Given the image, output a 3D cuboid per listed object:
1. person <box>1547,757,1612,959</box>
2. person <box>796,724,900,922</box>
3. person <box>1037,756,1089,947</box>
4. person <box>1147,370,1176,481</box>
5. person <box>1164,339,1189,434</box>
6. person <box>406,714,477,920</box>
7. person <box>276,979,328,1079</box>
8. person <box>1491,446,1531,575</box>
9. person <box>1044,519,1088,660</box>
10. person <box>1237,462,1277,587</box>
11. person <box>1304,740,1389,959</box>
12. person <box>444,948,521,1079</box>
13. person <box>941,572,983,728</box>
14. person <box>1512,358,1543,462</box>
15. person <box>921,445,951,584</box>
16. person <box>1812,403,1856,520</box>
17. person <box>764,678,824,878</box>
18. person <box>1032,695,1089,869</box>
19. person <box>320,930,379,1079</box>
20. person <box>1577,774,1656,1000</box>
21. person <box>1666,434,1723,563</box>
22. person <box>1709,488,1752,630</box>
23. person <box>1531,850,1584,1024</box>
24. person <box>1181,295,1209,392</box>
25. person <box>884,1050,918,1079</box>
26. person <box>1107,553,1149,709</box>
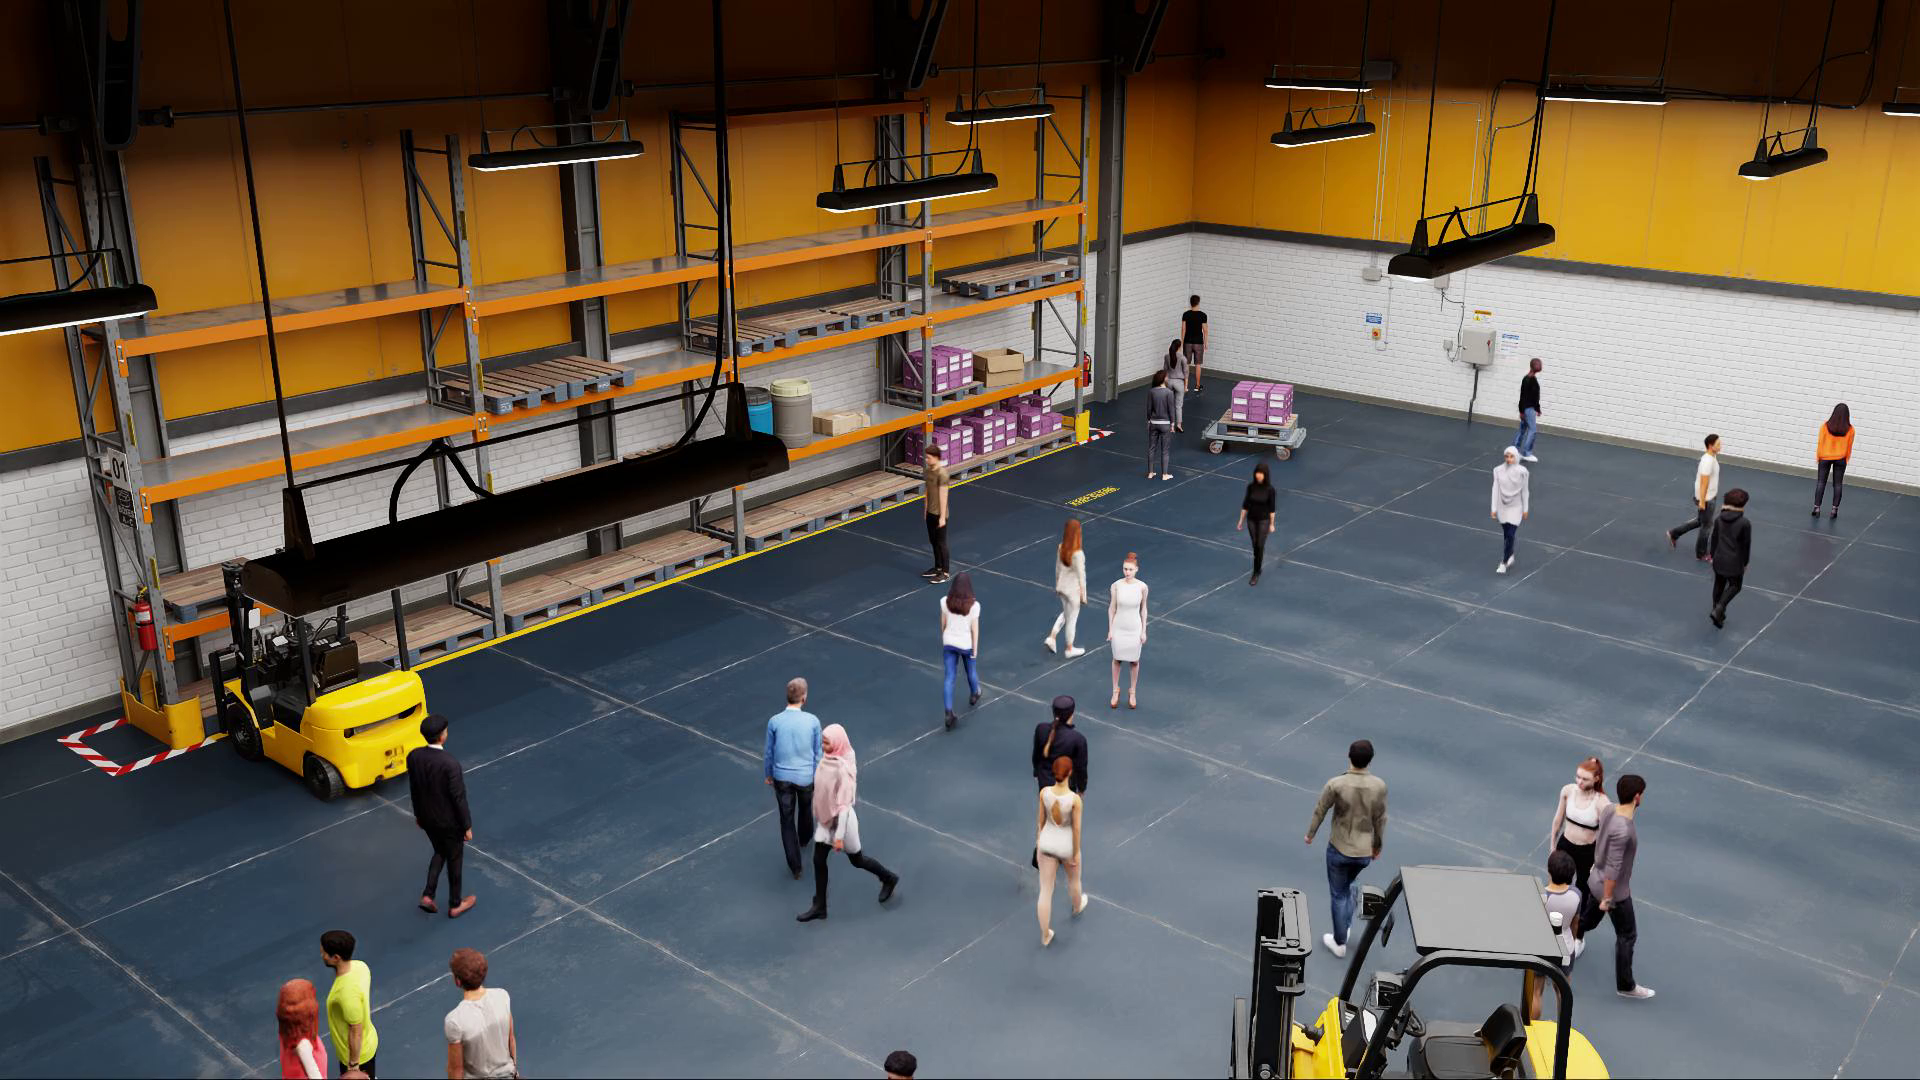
[{"bbox_3d":[5.033,2.566,13.532,0.546,1.744,0.615,-16,24,-39],"label":"person"},{"bbox_3d":[-0.923,2.381,14.040,1.274,1.770,0.960,-9,21,-26],"label":"person"},{"bbox_3d":[0.782,2.585,13.688,0.765,1.610,1.037,7,20,19],"label":"person"},{"bbox_3d":[3.205,-1.854,26.617,0.650,1.770,0.568,10,21,28],"label":"person"},{"bbox_3d":[3.793,-2.720,29.333,0.634,1.679,0.612,12,22,32],"label":"person"},{"bbox_3d":[-4.407,2.360,13.944,0.851,1.873,0.906,8,20,22],"label":"person"},{"bbox_3d":[-4.164,3.601,10.358,0.753,1.808,0.739,-8,20,-22],"label":"person"},{"bbox_3d":[7.456,-0.431,22.449,0.650,1.733,0.993,12,22,33],"label":"person"},{"bbox_3d":[1.219,0.604,19.423,0.837,1.704,0.728,-11,22,-30],"label":"person"},{"bbox_3d":[3.997,-0.255,22.108,0.633,1.617,0.894,12,22,32],"label":"person"},{"bbox_3d":[3.180,2.542,13.446,0.856,1.845,0.933,-4,19,-12],"label":"person"},{"bbox_3d":[-3.005,3.476,10.608,0.699,1.887,0.541,18,25,42],"label":"person"},{"bbox_3d":[-0.043,1.207,17.737,0.920,1.636,1.184,5,19,14],"label":"person"},{"bbox_3d":[9.338,-2.171,27.625,0.752,1.728,0.721,9,21,24],"label":"person"},{"bbox_3d":[-0.288,-0.365,22.072,0.708,1.849,0.744,-10,21,-28],"label":"person"},{"bbox_3d":[12.941,-1.184,24.660,0.685,1.749,0.656,7,20,21],"label":"person"},{"bbox_3d":[-1.468,2.142,14.745,1.080,1.774,1.157,-1,19,-3],"label":"person"},{"bbox_3d":[0.833,2.197,14.756,0.779,1.663,0.876,10,21,28],"label":"person"},{"bbox_3d":[-4.059,3.375,11.188,0.710,1.708,0.699,-5,19,-15],"label":"person"},{"bbox_3d":[4.999,2.695,13.048,1.102,1.810,1.181,4,19,10],"label":"person"},{"bbox_3d":[10.146,-0.594,22.848,0.859,1.787,0.949,9,20,24],"label":"person"},{"bbox_3d":[9.395,0.255,20.363,0.921,1.765,0.710,-15,24,-38],"label":"person"},{"bbox_3d":[4.423,3.030,12.437,0.642,1.564,0.712,-3,19,-8],"label":"person"},{"bbox_3d":[4.536,-3.841,32.377,0.768,1.860,0.740,4,19,13],"label":"person"},{"bbox_3d":[-0.338,3.809,10.672,0.654,1.215,0.811,7,20,19],"label":"person"},{"bbox_3d":[1.831,0.996,18.119,0.650,1.793,0.657,3,19,8],"label":"person"}]
